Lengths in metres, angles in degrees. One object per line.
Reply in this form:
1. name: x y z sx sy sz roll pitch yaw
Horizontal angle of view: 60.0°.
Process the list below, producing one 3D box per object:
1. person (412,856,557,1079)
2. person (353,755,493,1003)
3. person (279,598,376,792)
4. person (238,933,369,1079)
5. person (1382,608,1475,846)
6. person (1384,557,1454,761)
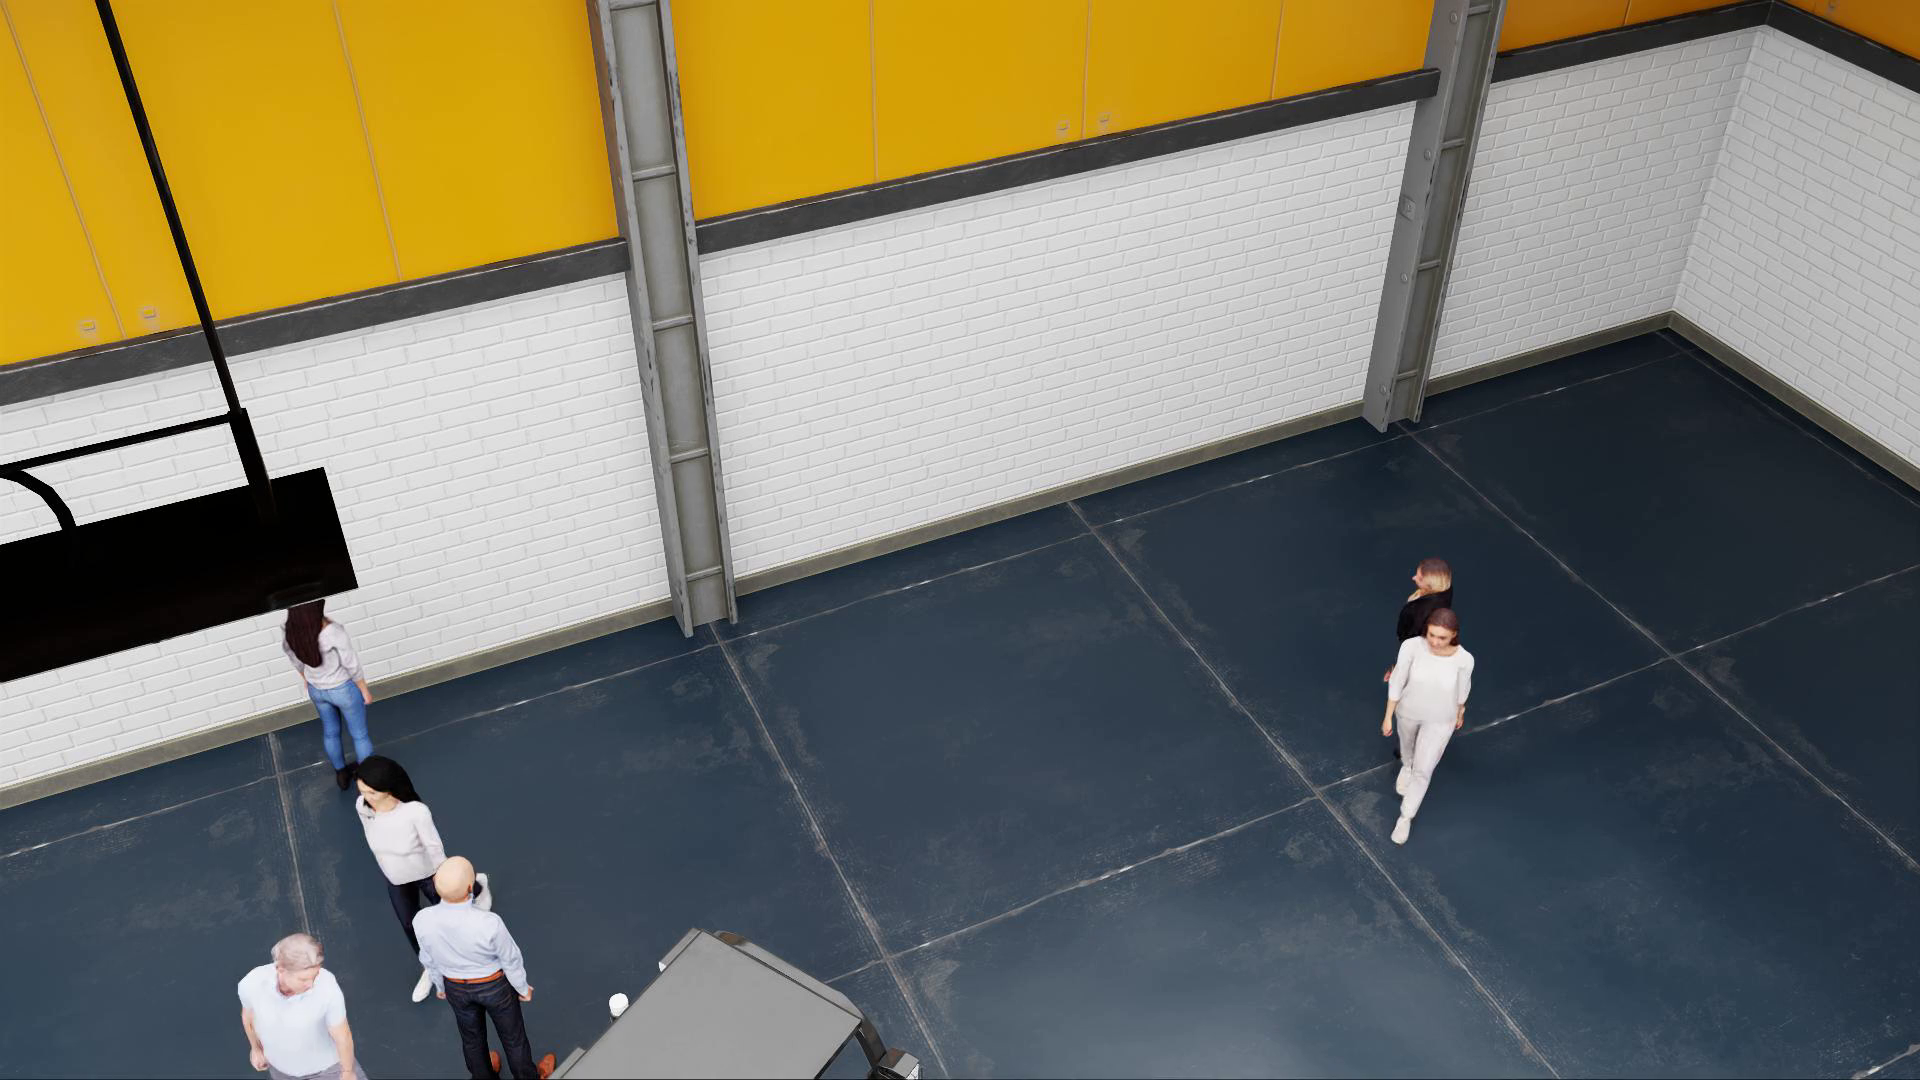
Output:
1. person: -2.425 2.246 8.415 0.668 1.790 0.793 2 39 2
2. person: -2.940 1.745 9.129 1.040 1.682 1.048 5 39 7
3. person: -3.848 0.913 10.211 0.650 1.632 0.737 9 39 10
4. person: -3.207 2.483 8.110 0.806 1.802 0.957 14 41 17
5. person: 2.844 0.987 10.103 1.002 1.650 1.083 14 41 17
6. person: 2.953 0.784 10.360 0.795 1.647 0.717 18 42 21
